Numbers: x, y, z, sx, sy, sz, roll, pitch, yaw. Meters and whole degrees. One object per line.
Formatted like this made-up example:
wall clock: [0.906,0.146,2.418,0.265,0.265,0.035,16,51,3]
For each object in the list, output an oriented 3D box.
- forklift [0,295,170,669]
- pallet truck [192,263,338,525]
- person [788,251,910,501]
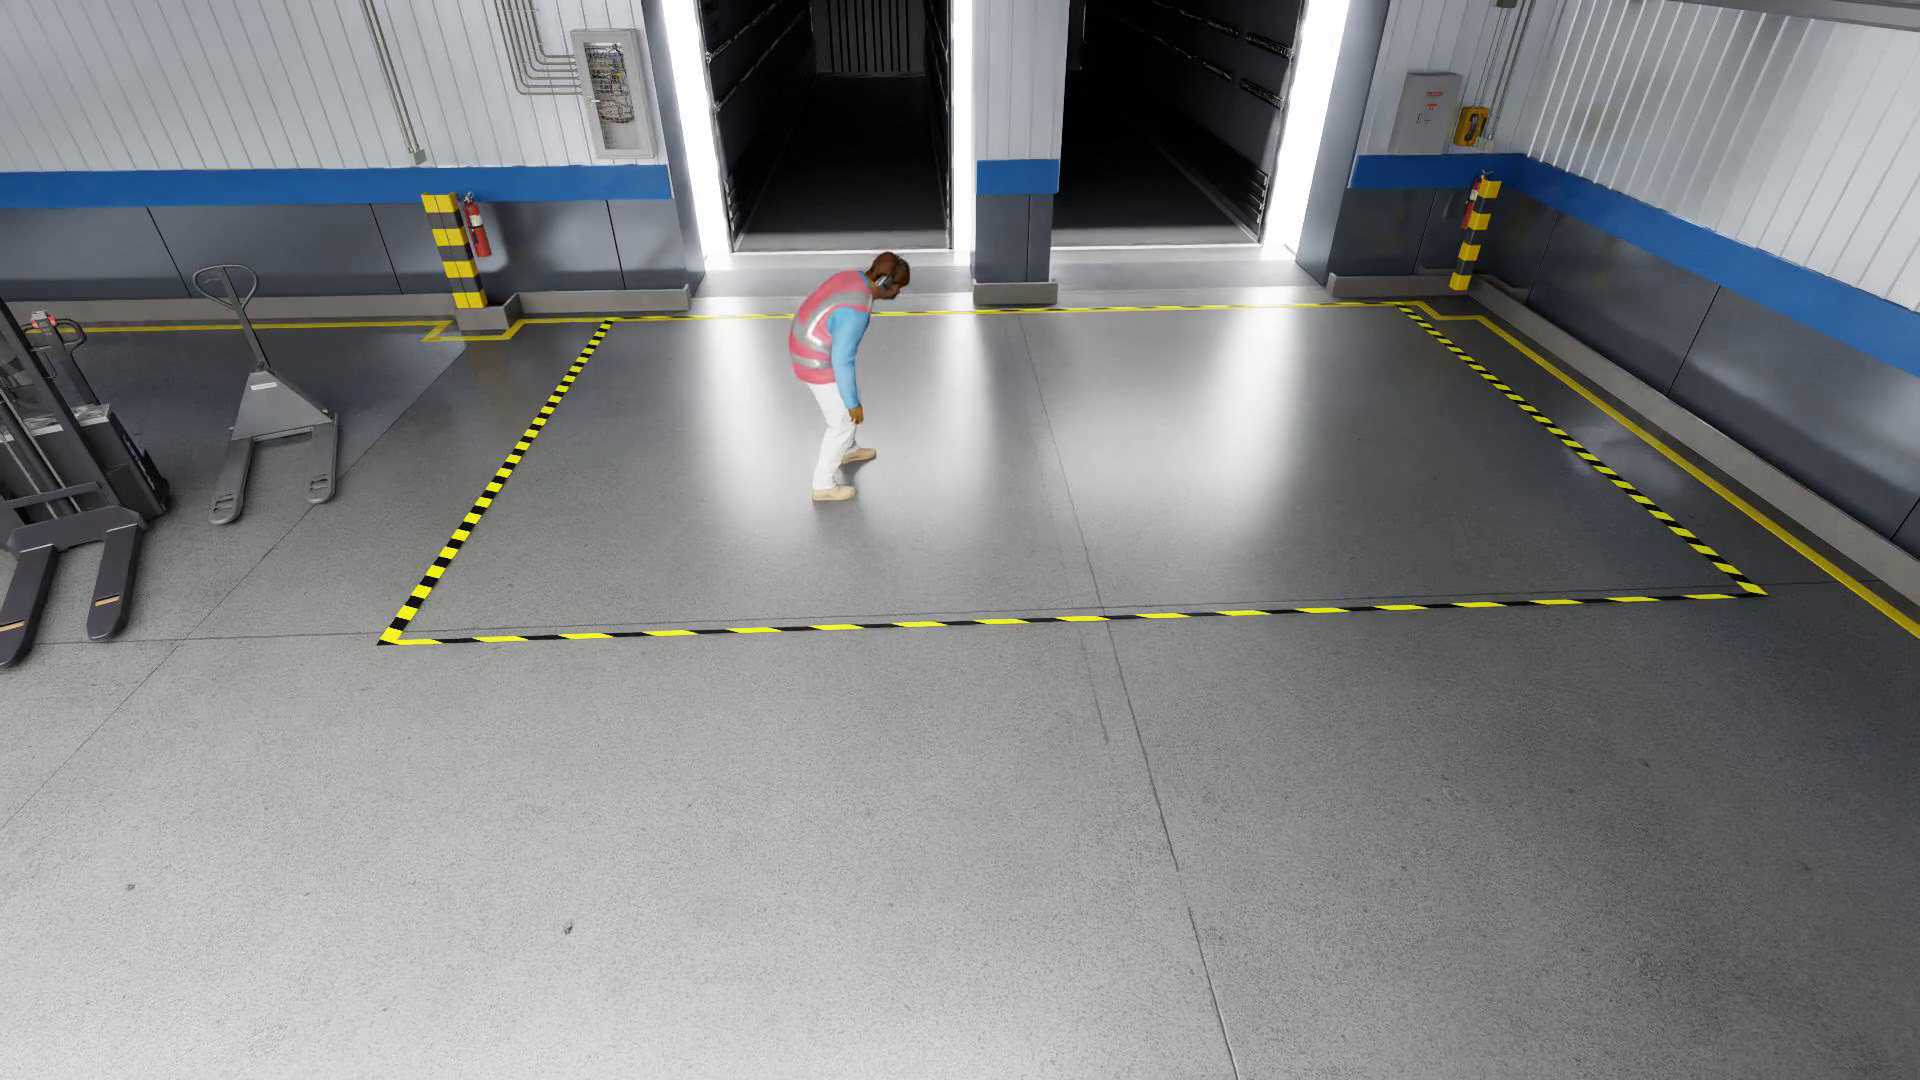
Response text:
forklift: [-5.212,-0.618,4.878,0.823,1.965,1.885,-20,39,-26]
pallet truck: [-4.778,-1.027,6.128,0.680,1.201,1.601,-17,38,-23]
person: [-0.693,-1.068,5.907,0.780,1.574,0.844,-9,36,-12]
